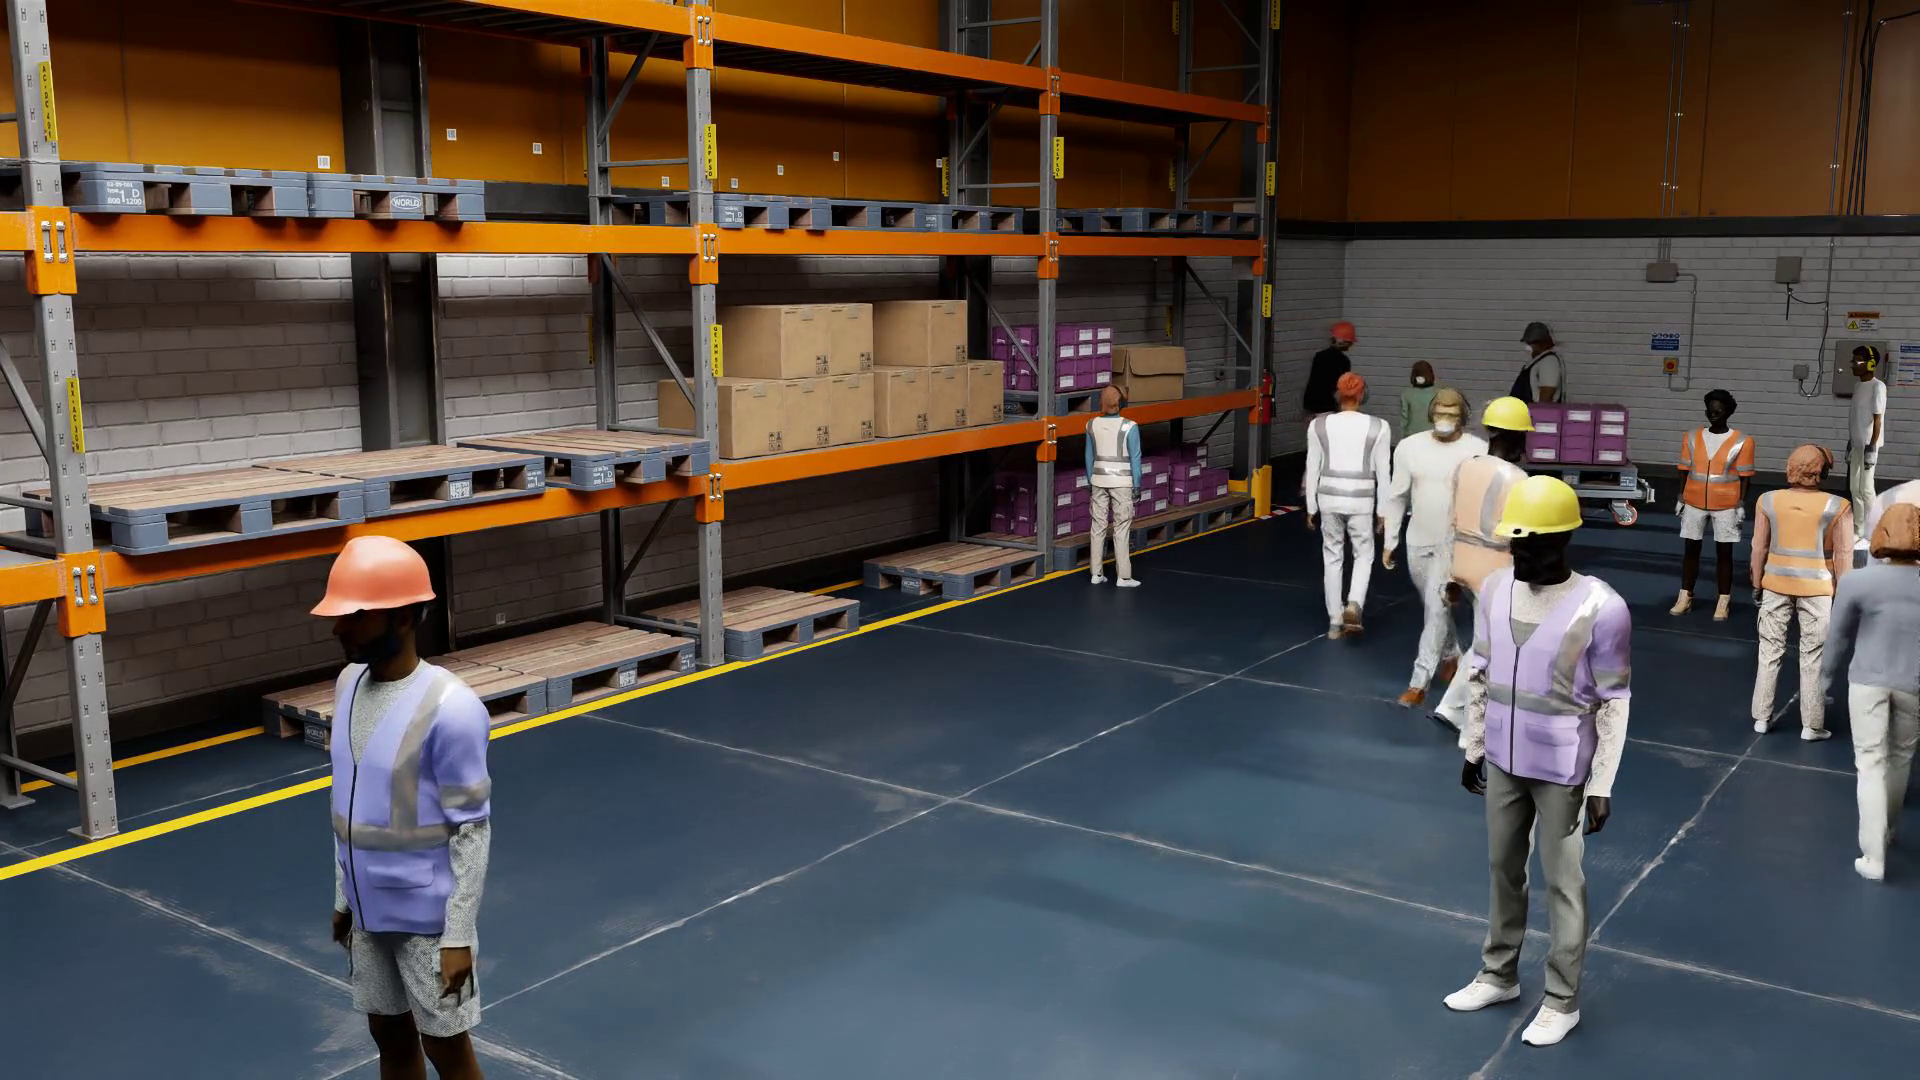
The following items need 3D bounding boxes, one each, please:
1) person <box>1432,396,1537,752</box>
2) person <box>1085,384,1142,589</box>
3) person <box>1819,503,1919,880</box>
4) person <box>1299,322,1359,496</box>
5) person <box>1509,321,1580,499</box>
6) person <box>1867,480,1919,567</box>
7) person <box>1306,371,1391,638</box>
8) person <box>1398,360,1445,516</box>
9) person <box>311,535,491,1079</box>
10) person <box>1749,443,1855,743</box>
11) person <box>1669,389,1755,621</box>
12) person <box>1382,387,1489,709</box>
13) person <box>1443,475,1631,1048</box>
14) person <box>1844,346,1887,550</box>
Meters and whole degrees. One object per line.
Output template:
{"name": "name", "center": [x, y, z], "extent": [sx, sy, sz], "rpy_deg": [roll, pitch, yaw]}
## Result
{"name": "person", "center": [2.842, 0.194, 8.864], "extent": [0.416, 1.911, 0.596], "rpy_deg": [-2, 10, -12]}
{"name": "person", "center": [1.231, -0.429, 13.376], "extent": [0.514, 1.645, 0.307], "rpy_deg": [7, 12, 36]}
{"name": "person", "center": [4.026, 0.629, 7.227], "extent": [0.510, 1.590, 0.771], "rpy_deg": [3, 10, 18]}
{"name": "person", "center": [4.096, -1.454, 18.564], "extent": [0.671, 1.944, 0.637], "rpy_deg": [-3, 10, -15]}
{"name": "person", "center": [6.303, -1.389, 17.912], "extent": [0.918, 2.000, 0.686], "rpy_deg": [1, 10, 7]}
{"name": "person", "center": [4.752, 0.374, 8.112], "extent": [0.651, 1.798, 0.859], "rpy_deg": [9, 13, 44]}
{"name": "person", "center": [2.657, -0.220, 11.455], "extent": [0.578, 1.872, 0.517], "rpy_deg": [3, 10, 19]}
{"name": "person", "center": [4.808, -1.062, 17.225], "extent": [0.525, 1.613, 0.492], "rpy_deg": [5, 11, 25]}
{"name": "person", "center": [-1.455, 0.943, 4.324], "extent": [0.542, 1.939, 0.362], "rpy_deg": [6, 11, 34]}
{"name": "person", "center": [4.592, 0.290, 9.104], "extent": [0.519, 1.640, 0.307], "rpy_deg": [8, 13, 40]}
{"name": "person", "center": [5.512, -0.257, 12.195], "extent": [0.532, 1.696, 0.318], "rpy_deg": [8, 12, 39]}
{"name": "person", "center": [2.919, 0.012, 10.030], "extent": [0.641, 1.896, 1.012], "rpy_deg": [7, 12, 37]}
{"name": "person", "center": [1.934, 0.735, 5.606], "extent": [0.381, 1.922, 0.594], "rpy_deg": [-6, 11, -33]}
{"name": "person", "center": [8.240, -0.839, 15.189], "extent": [0.323, 1.862, 0.511], "rpy_deg": [1, 10, 5]}
